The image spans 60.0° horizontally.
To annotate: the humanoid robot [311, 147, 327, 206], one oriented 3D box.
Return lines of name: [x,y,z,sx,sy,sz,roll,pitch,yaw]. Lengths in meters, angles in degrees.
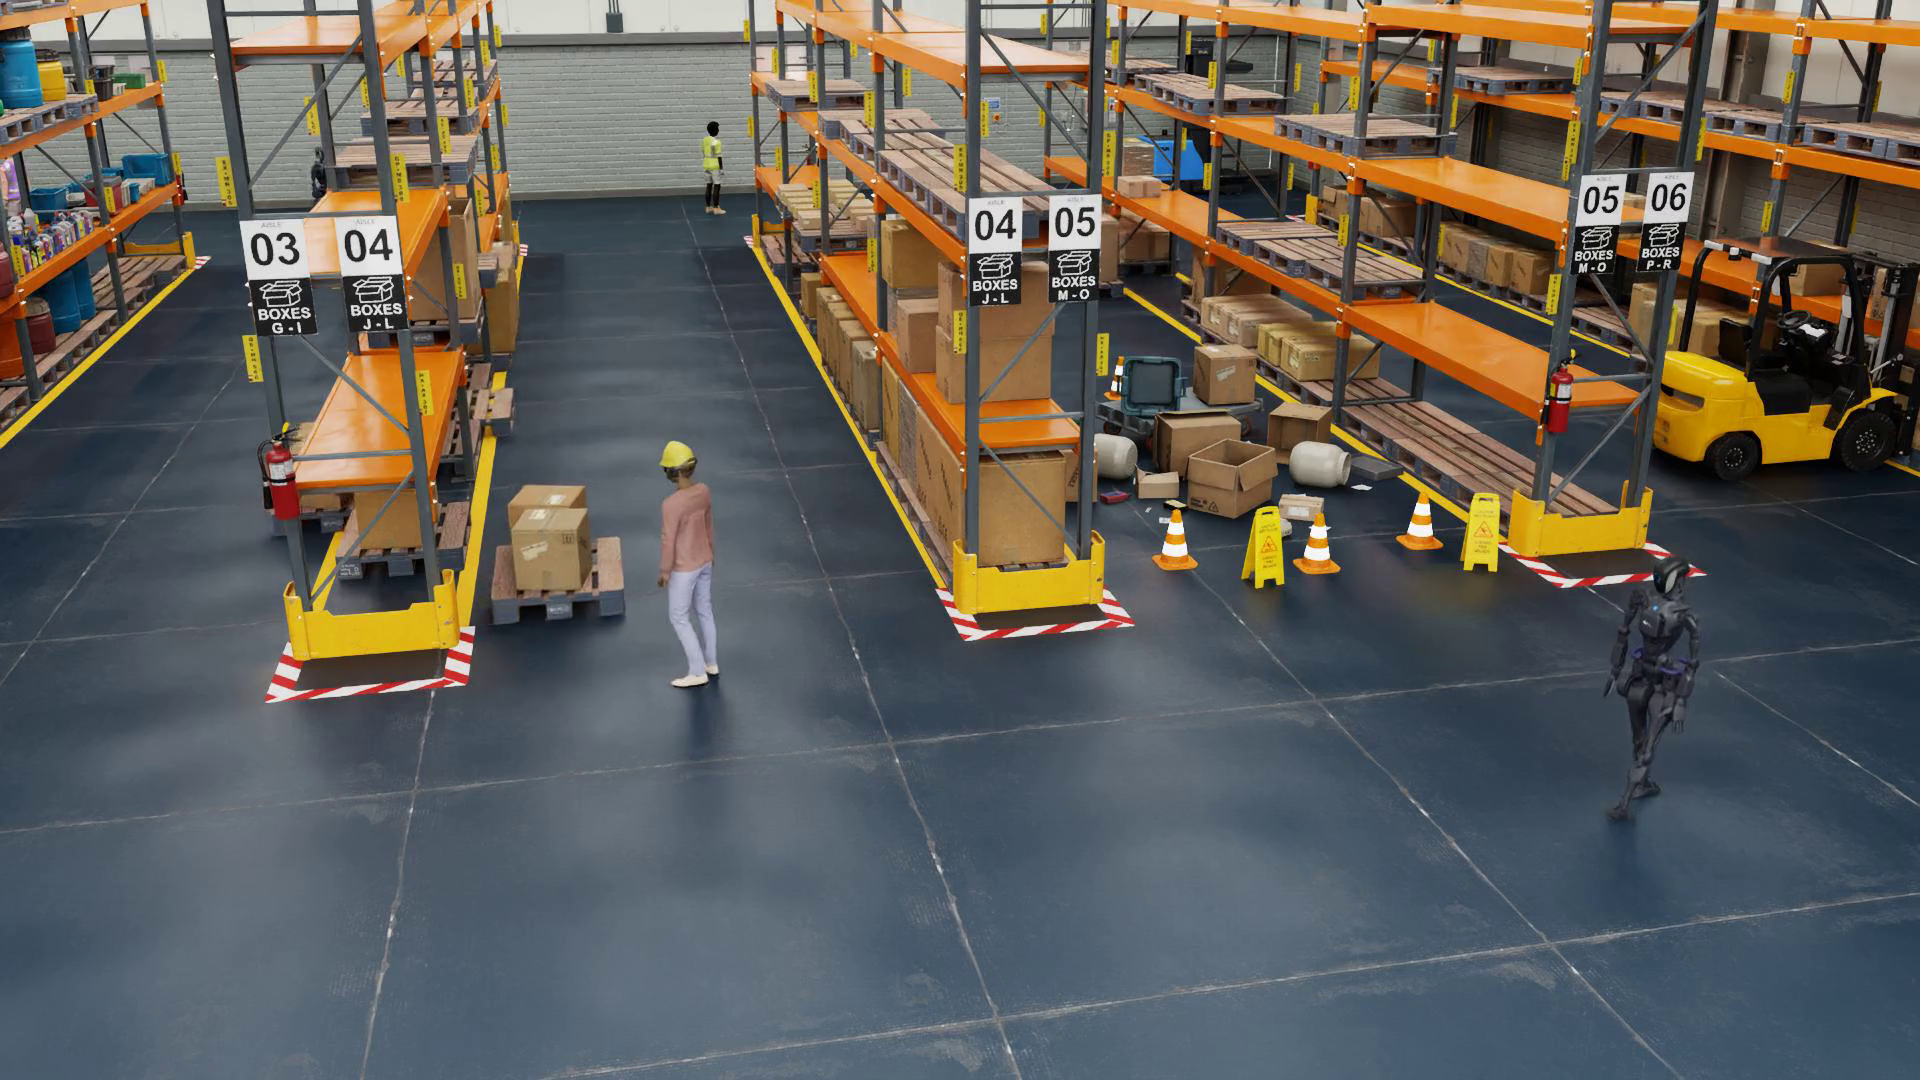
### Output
humanoid robot: [-10.392,-5.624,27.340,0.613,1.638,0.596,7,21,18]

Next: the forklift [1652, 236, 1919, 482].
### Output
forklift: [8.013,-1.814,16.330,2.313,2.155,1.214,-4,21,-12]

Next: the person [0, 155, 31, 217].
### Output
person: [-15.368,-5.562,27.145,0.351,1.688,0.489,11,23,26]

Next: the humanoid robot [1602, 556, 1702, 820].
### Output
humanoid robot: [4.063,0.865,9.876,0.695,1.632,0.590,-11,23,-28]

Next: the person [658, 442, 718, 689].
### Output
person: [-1.893,0.170,11.615,0.372,1.754,0.541,8,22,22]

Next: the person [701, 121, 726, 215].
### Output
person: [-4.531,-6.833,30.564,0.537,1.686,0.321,18,27,40]

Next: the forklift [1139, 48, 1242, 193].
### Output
forklift: [4.566,-8.313,32.860,1.873,2.768,1.129,-4,21,-12]
